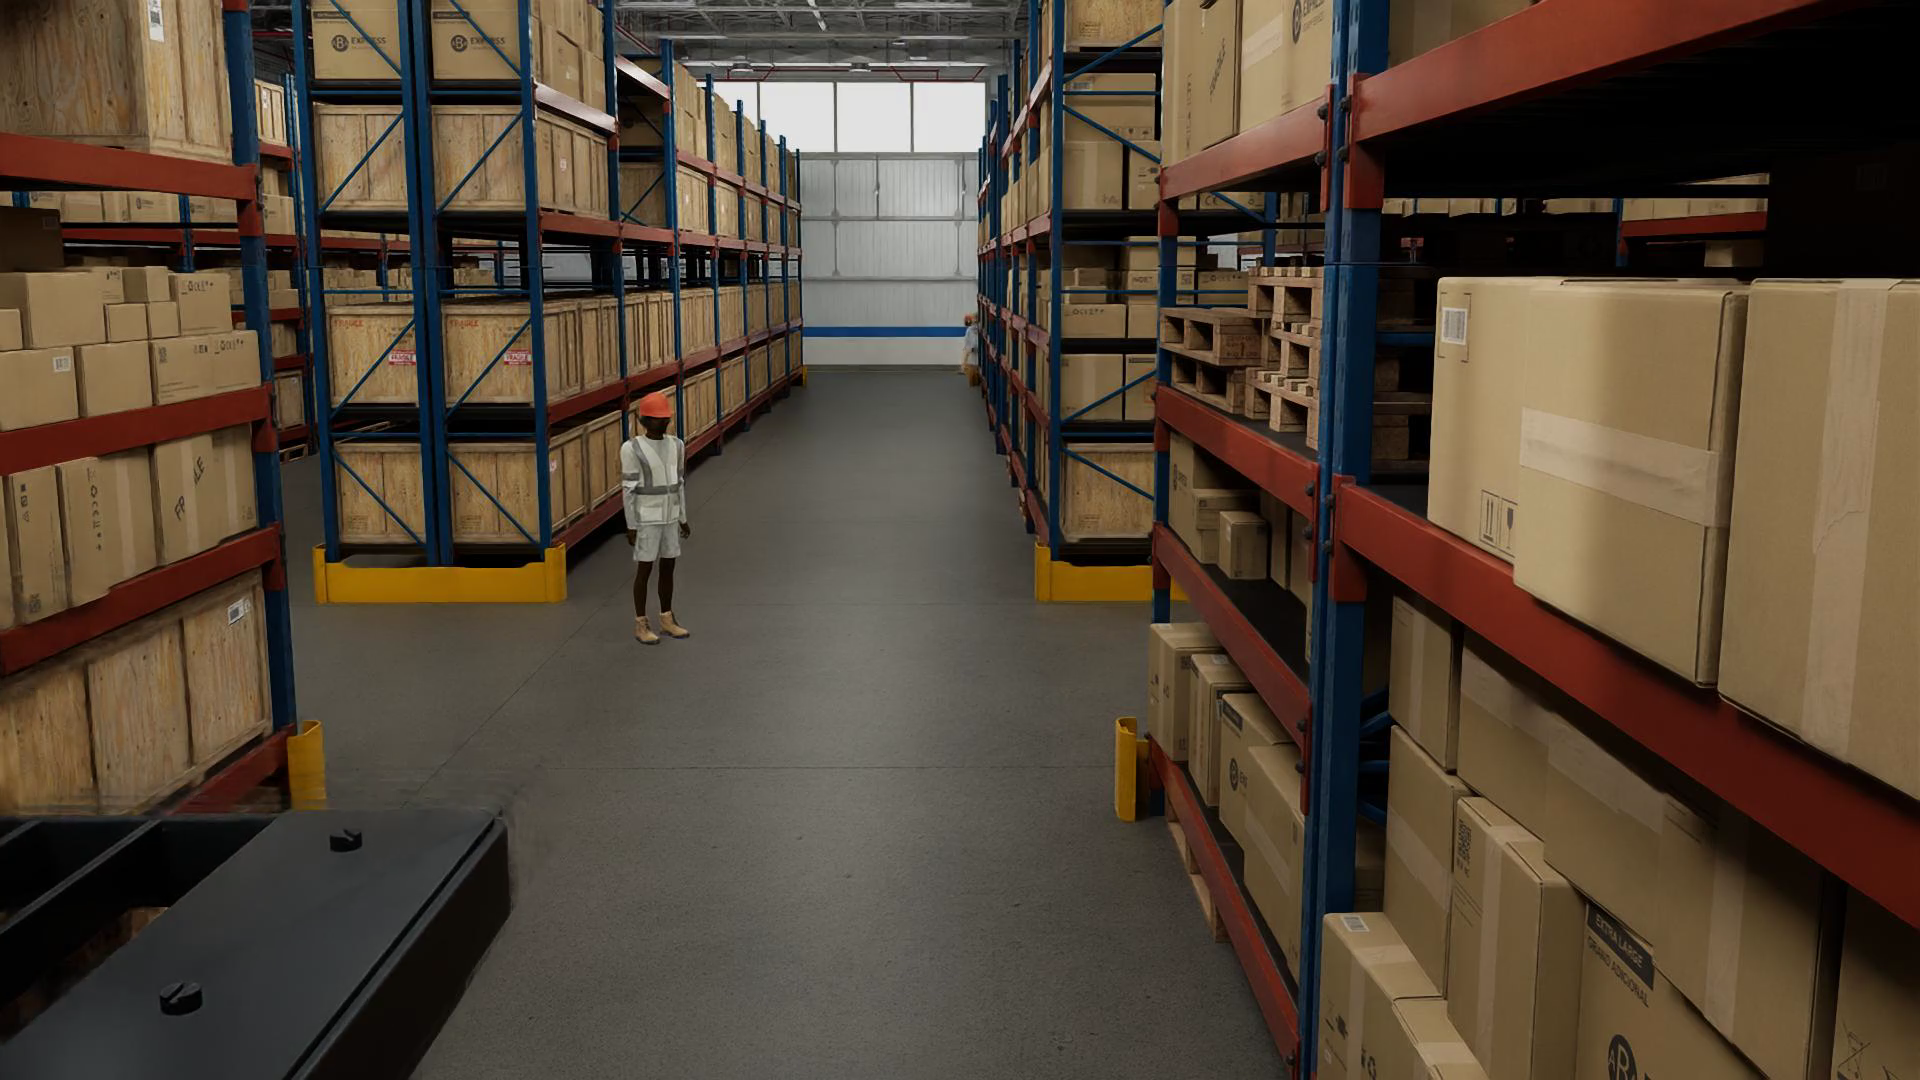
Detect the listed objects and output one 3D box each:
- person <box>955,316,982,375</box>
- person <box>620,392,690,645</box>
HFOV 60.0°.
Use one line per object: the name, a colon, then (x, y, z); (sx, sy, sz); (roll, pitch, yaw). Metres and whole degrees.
person: (0.324, -5.555, 47.509); (0.886, 1.711, 0.577); (0, 9, -3)
person: (-2.448, -0.178, 13.509); (0.373, 2.042, 0.614); (8, 12, 41)
